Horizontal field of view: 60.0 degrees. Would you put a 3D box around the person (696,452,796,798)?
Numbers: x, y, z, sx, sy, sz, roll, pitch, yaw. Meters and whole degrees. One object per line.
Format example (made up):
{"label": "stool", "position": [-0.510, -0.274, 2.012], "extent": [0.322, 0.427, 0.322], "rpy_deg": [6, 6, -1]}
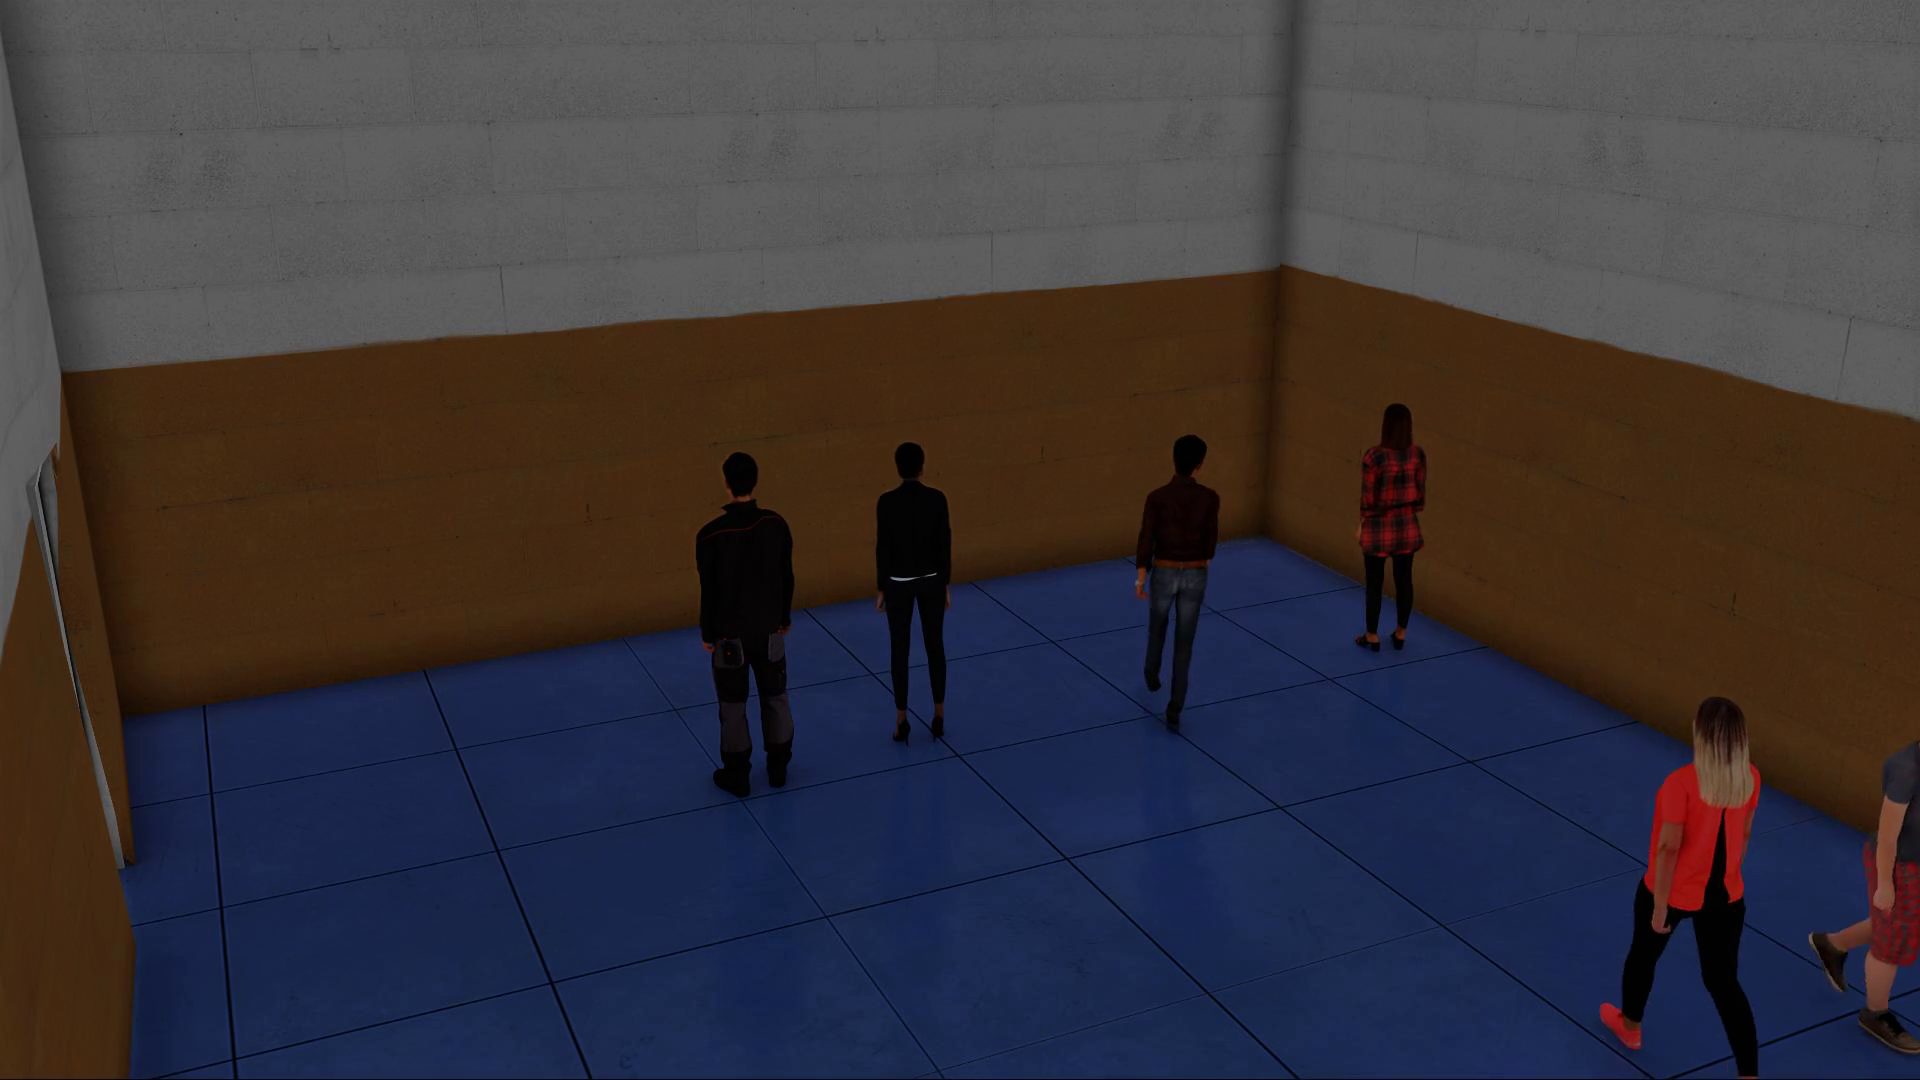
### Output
{"label": "person", "position": [-1.167, 0.457, 9.122], "extent": [0.533, 1.946, 0.769], "rpy_deg": [-10, 21, -27]}

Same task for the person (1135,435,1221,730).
{"label": "person", "position": [1.329, 0.292, 9.949], "extent": [1.089, 1.729, 1.006], "rpy_deg": [0, 19, 1]}

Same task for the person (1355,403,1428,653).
{"label": "person", "position": [2.871, -0.085, 11.109], "extent": [0.577, 1.702, 0.728], "rpy_deg": [-3, 19, -10]}

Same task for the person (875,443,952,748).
{"label": "person", "position": [-0.264, 0.320, 9.699], "extent": [0.558, 1.836, 0.718], "rpy_deg": [-2, 19, -7]}

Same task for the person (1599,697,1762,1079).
{"label": "person", "position": [2.962, 1.471, 6.565], "extent": [1.133, 1.657, 0.844], "rpy_deg": [-3, 19, -9]}

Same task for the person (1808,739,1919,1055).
{"label": "person", "position": [3.879, 1.339, 6.982], "extent": [0.771, 1.628, 0.728], "rpy_deg": [-12, 22, -31]}
